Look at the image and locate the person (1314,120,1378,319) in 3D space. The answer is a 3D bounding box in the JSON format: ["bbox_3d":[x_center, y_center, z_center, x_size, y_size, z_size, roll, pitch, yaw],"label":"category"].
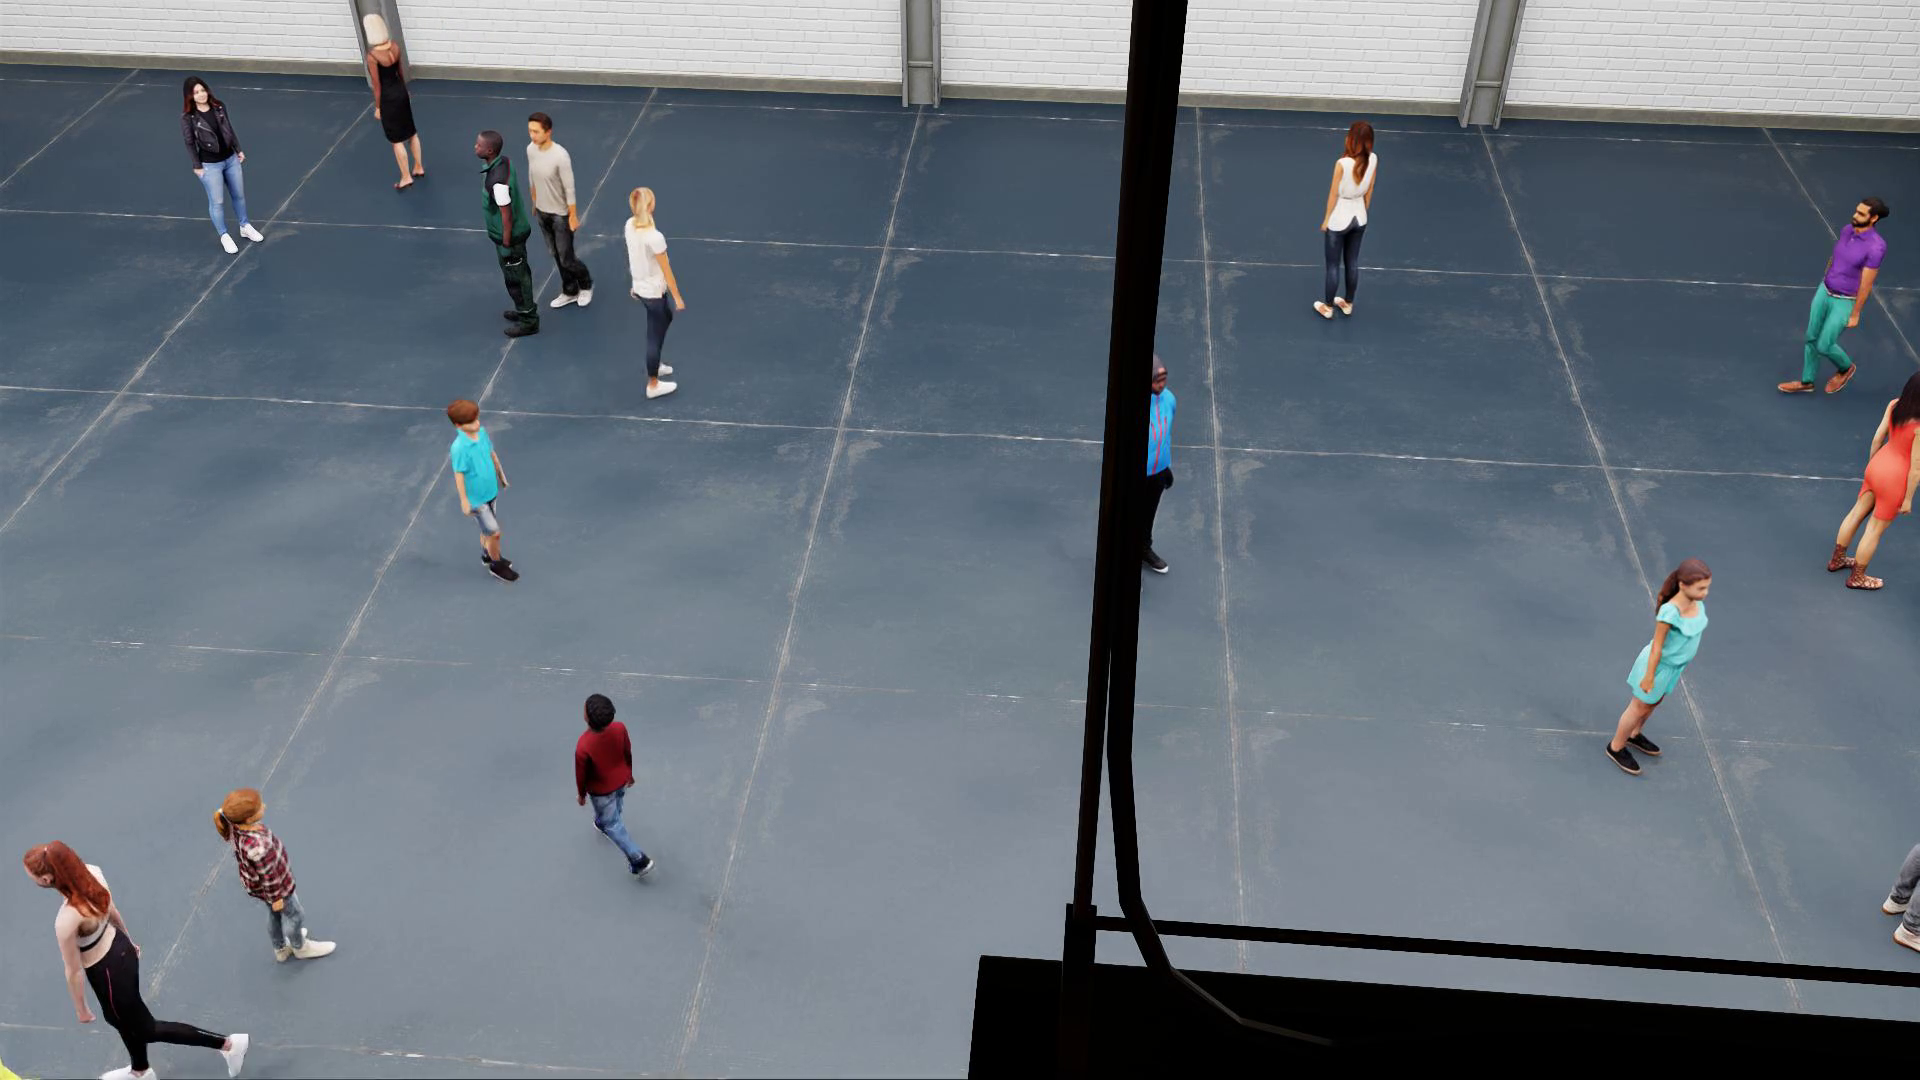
[{"bbox_3d":[3.311,-2.718,14.192,0.606,1.784,0.714,-15,41,-18],"label":"person"}]

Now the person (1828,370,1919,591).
[{"bbox_3d":[6.340,-0.417,11.364,0.615,1.718,0.646,-7,39,-9],"label":"person"}]

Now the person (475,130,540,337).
[{"bbox_3d":[-3.793,-2.585,13.981,0.714,1.840,0.752,-8,39,-9],"label":"person"}]

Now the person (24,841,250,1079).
[{"bbox_3d":[-4.065,2.121,8.177,1.091,1.730,0.773,-7,39,-8],"label":"person"}]

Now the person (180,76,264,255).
[{"bbox_3d":[-6.805,-3.462,15.244,0.742,1.634,0.734,25,45,28],"label":"person"}]

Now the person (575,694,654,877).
[{"bbox_3d":[-1.971,1.399,9.474,0.911,1.240,0.772,26,45,29],"label":"person"}]

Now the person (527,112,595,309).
[{"bbox_3d":[-3.466,-2.852,14.343,0.762,1.806,0.847,24,44,27],"label":"person"}]

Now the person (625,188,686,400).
[{"bbox_3d":[-2.521,-1.911,13.172,0.797,1.797,0.743,-24,45,-27],"label":"person"}]

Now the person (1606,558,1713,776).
[{"bbox_3d":[4.250,0.732,10.054,0.633,1.558,0.691,-28,47,-31],"label":"person"}]

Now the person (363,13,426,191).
[{"bbox_3d":[-5.505,-4.262,16.156,0.611,1.748,0.647,15,41,18],"label":"person"}]

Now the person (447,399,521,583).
[{"bbox_3d":[-3.390,-0.371,11.527,0.653,1.443,0.602,12,40,14],"label":"person"}]

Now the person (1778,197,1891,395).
[{"bbox_3d":[7.063,-1.911,13.204,0.861,1.757,0.760,-8,39,-9],"label":"person"}]

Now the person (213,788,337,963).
[{"bbox_3d":[-3.725,1.828,8.890,0.708,1.298,0.654,-28,46,-30],"label":"person"}]
